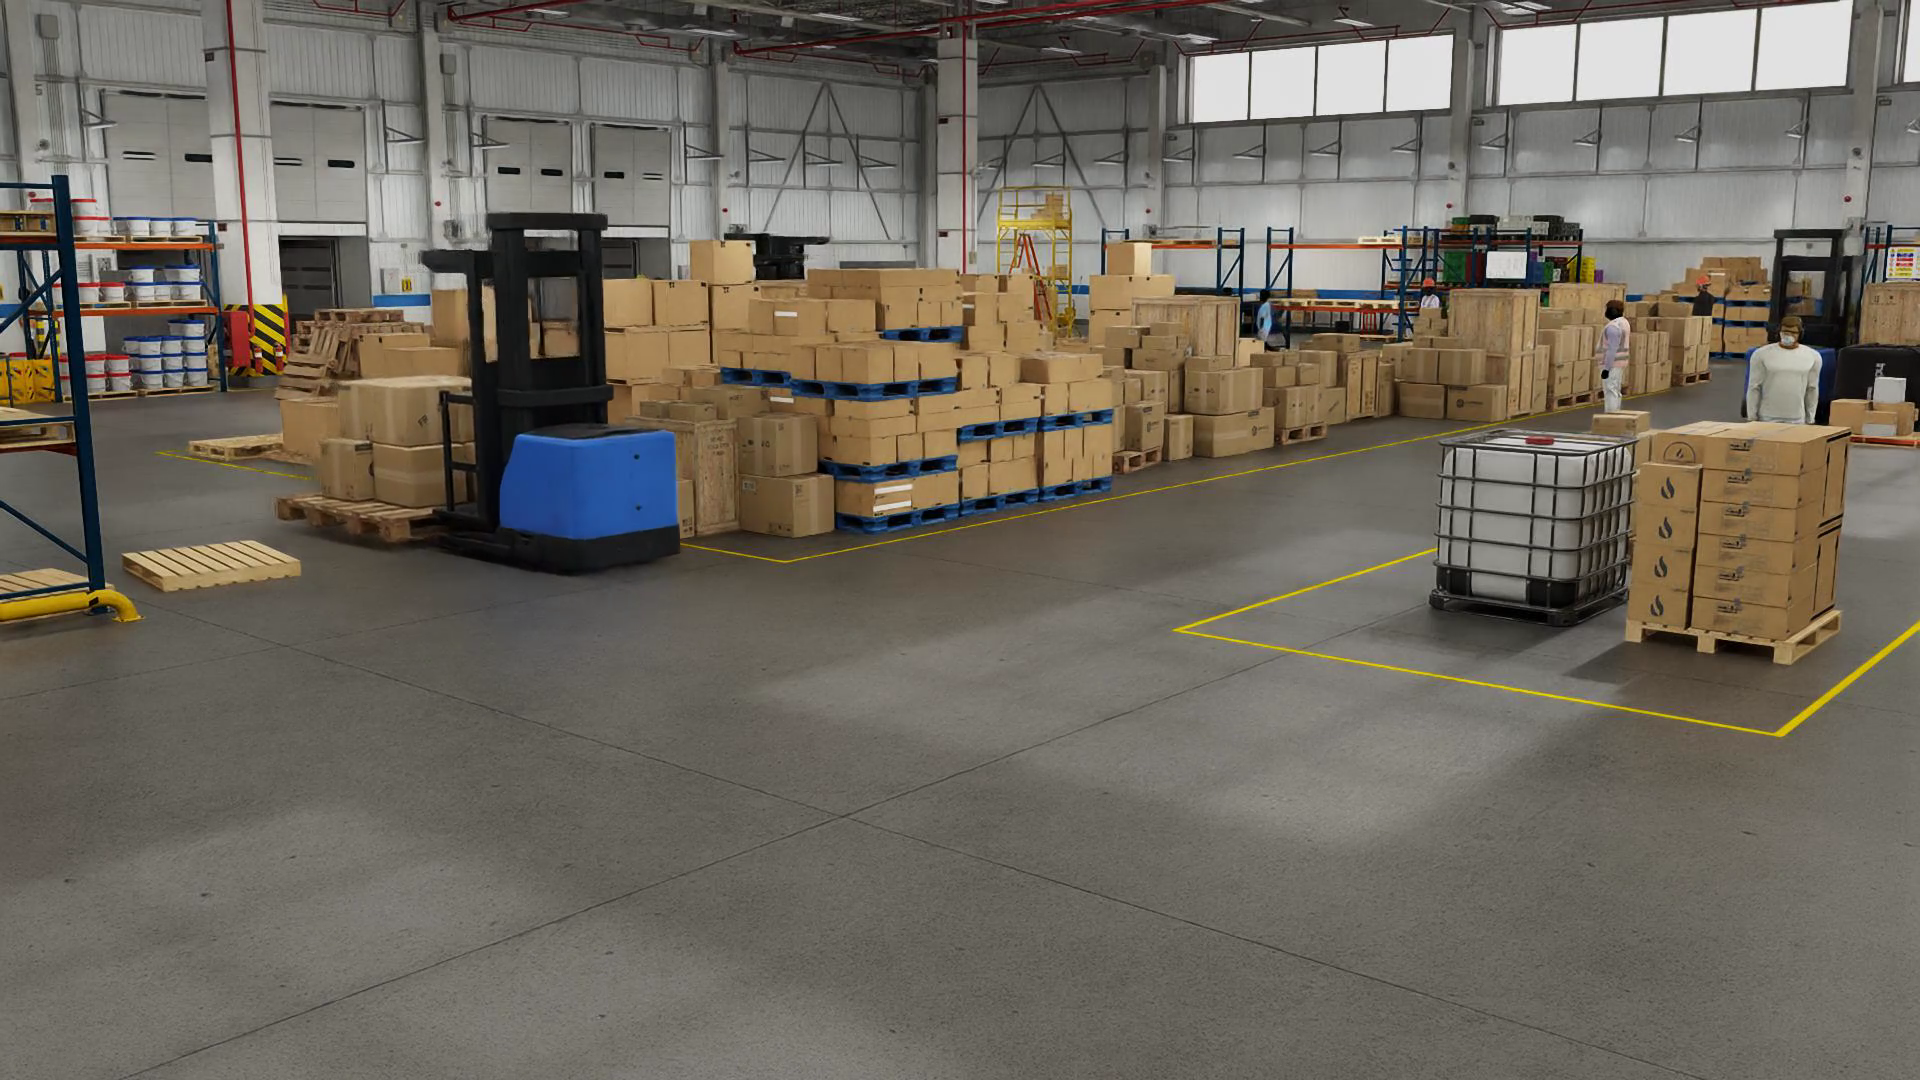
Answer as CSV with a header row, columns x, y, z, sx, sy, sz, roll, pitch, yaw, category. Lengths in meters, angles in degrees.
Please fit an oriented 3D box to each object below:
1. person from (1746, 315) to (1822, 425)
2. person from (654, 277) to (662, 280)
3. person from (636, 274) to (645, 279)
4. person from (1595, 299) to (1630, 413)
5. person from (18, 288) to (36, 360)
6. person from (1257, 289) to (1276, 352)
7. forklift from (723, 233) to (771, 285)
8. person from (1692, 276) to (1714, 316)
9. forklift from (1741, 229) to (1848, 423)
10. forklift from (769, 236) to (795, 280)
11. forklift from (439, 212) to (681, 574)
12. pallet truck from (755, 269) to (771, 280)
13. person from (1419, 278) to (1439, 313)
x,y,z,sx,sy,sz,roll,pitch,yaw,category
7.679,-1.135,15.547,0.627,1.934,0.370,2,10,13,person
-6.518,-4.725,36.019,0.636,1.929,0.385,-5,11,-25,person
-7.525,-5.303,39.292,0.371,1.929,0.585,8,13,39,person
9.005,-2.398,23.007,0.429,1.844,0.626,6,12,32,person
-20.233,-4.620,36.065,0.316,1.696,0.540,-6,12,-30,person
6.585,-4.548,35.694,0.606,1.674,0.538,3,10,17,person
-4.058,-4.476,31.878,1.873,2.768,1.129,8,13,40,forklift
14.804,-4.274,33.248,0.611,1.995,0.375,-8,13,-40,person
12.516,-3.217,24.709,1.129,2.768,1.873,8,13,40,forklift
-4.268,-5.902,39.996,1.873,2.768,1.129,2,10,13,forklift
-3.281,-1.251,13.515,1.873,2.768,1.129,8,13,40,forklift
-4.996,-6.432,45.525,1.885,1.965,0.823,-6,12,-32,pallet truck
9.523,-4.358,33.909,0.428,1.935,0.576,-3,10,-16,person
